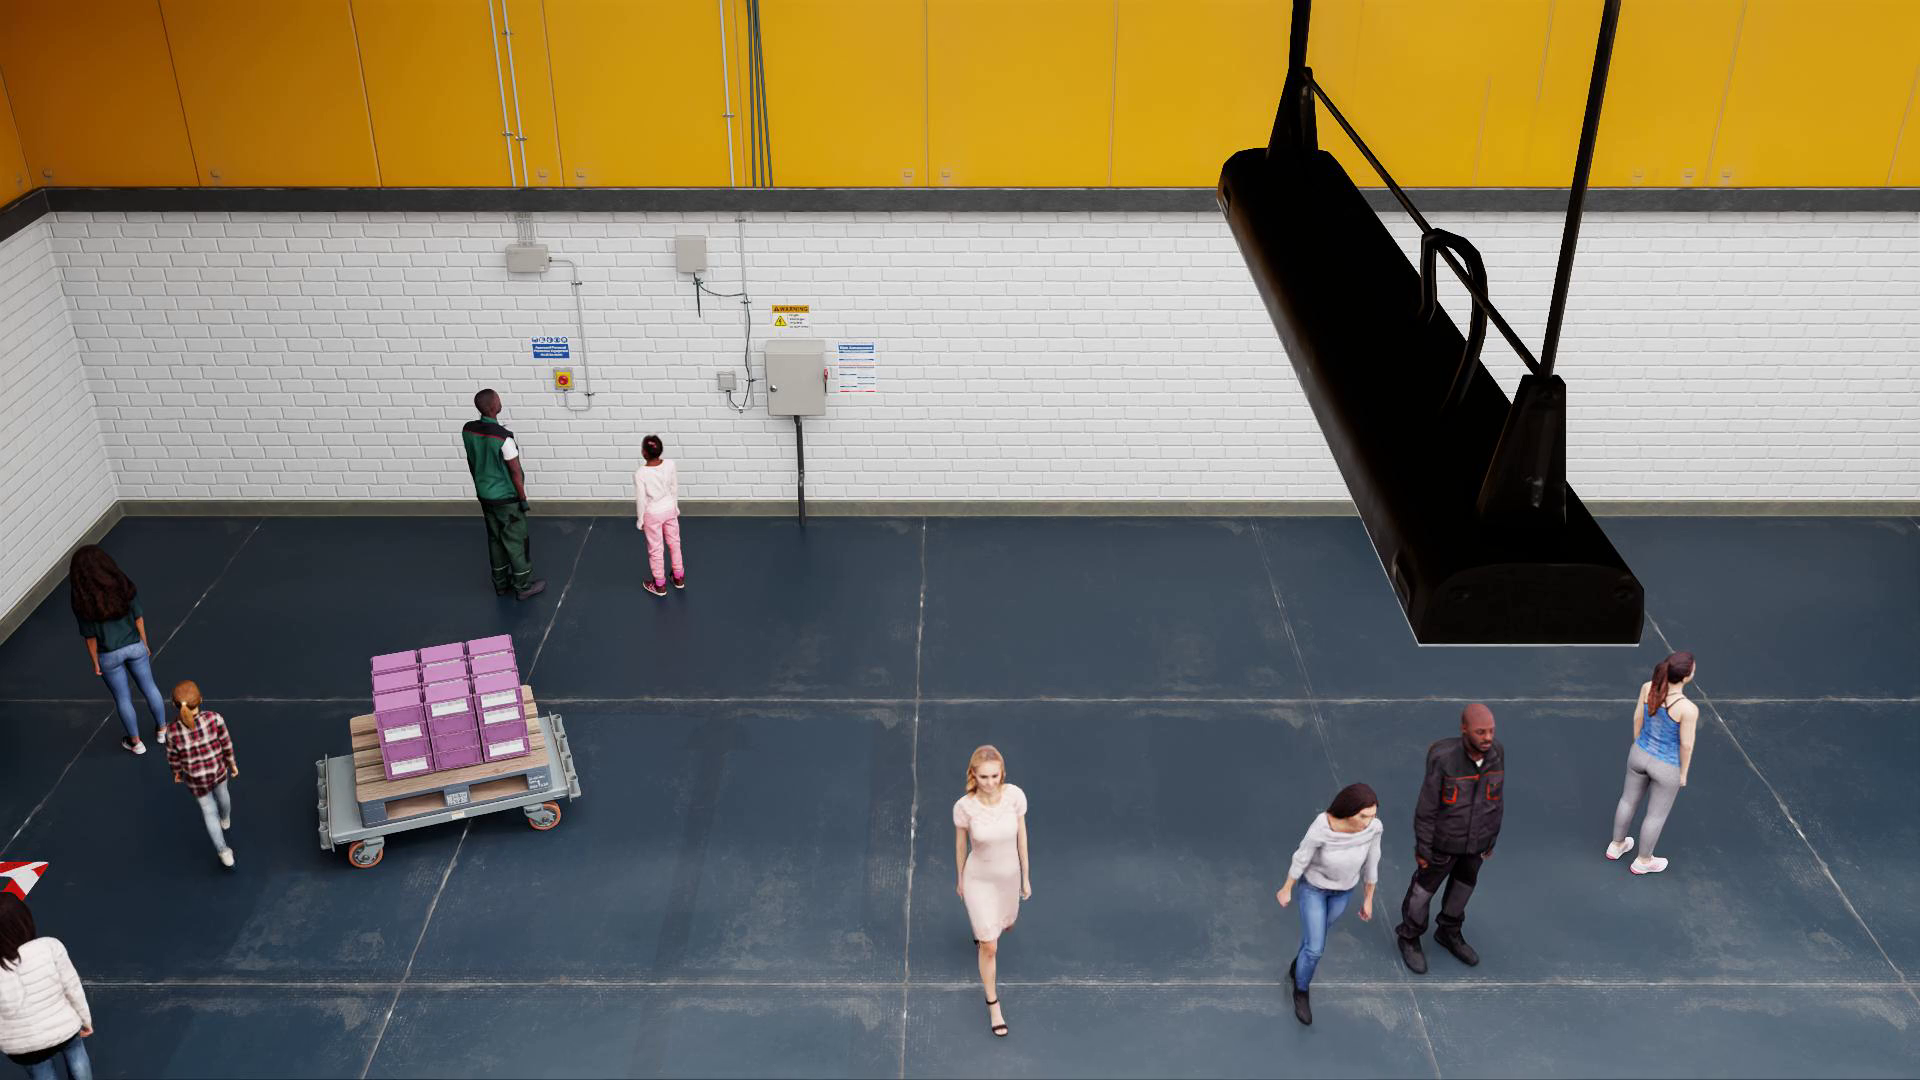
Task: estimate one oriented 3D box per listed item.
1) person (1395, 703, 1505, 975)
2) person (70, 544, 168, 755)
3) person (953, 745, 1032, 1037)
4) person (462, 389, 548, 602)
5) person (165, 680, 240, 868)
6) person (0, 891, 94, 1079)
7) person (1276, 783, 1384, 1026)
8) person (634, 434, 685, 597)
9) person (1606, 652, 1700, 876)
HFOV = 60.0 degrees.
[{"bbox_3d":[2.882,1.700,9.723,0.756,1.819,0.694,-8,30,-14],"label":"person"},{"bbox_3d":[-5.889,0.765,11.650,0.708,1.615,0.762,-23,36,-36],"label":"person"},{"bbox_3d":[0.176,1.881,9.407,0.770,1.803,1.110,-7,29,-13],"label":"person"},{"bbox_3d":[-3.731,-0.372,13.499,0.779,1.840,0.776,14,32,24],"label":"person"},{"bbox_3d":[-4.824,1.506,10.646,0.825,1.275,0.991,-15,32,-26],"label":"person"},{"bbox_3d":[-4.660,2.516,8.431,0.795,1.623,0.860,-18,33,-30],"label":"person"},{"bbox_3d":[2.060,1.958,9.484,0.753,1.594,0.767,-4,29,-7],"label":"person"},{"bbox_3d":[-2.467,-0.235,13.659,0.620,1.447,0.664,-21,35,-34],"label":"person"},{"bbox_3d":[4.399,1.393,10.504,0.721,1.610,0.632,-17,33,-28],"label":"person"}]
